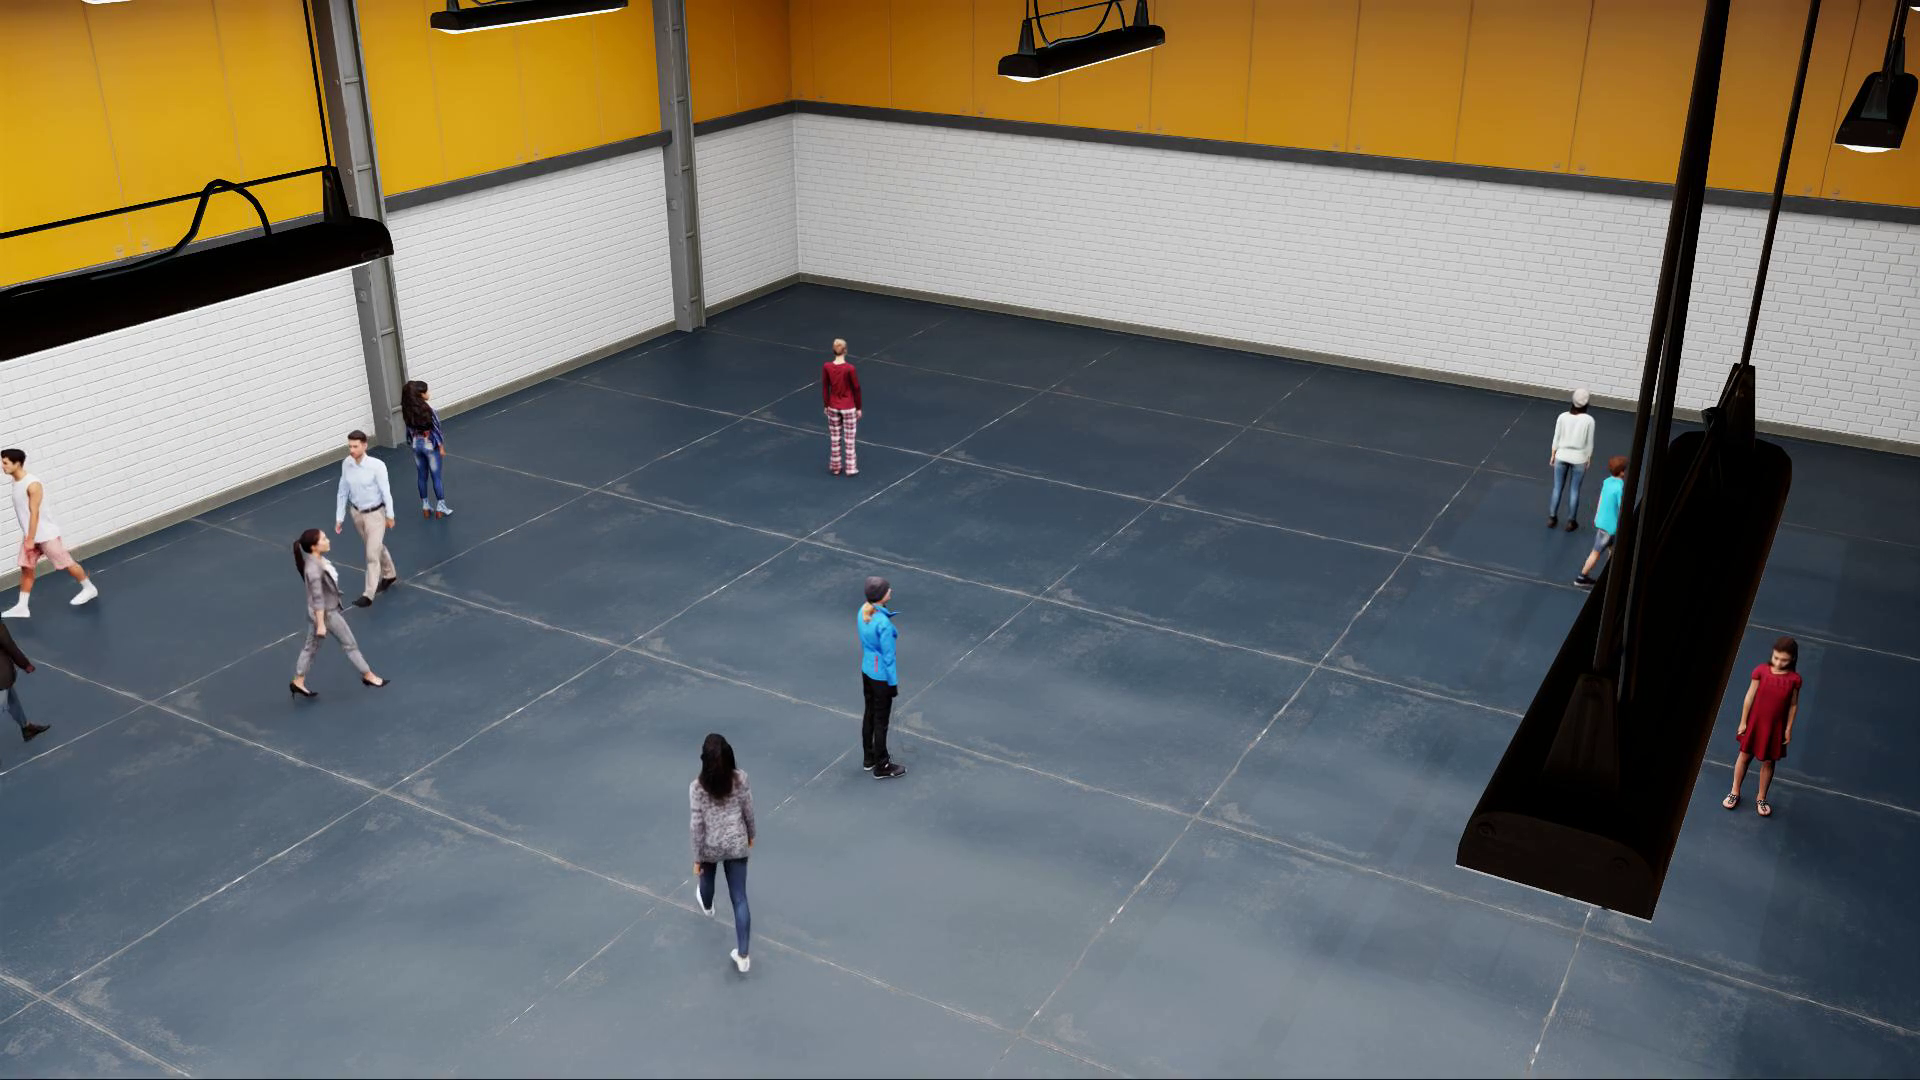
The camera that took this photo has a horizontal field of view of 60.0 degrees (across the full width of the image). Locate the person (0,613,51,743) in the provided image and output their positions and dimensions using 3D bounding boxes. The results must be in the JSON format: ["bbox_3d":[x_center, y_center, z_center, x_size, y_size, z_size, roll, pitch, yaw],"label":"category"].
[{"bbox_3d":[-8.145,1.122,13.906,0.667,1.609,1.025,11,26,23],"label":"person"}]

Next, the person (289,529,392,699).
[{"bbox_3d":[-5.761,0.703,14.841,1.175,1.629,1.020,-10,26,-22],"label":"person"}]

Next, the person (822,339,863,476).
[{"bbox_3d":[-1.422,-1.612,20.043,0.670,1.703,0.587,7,25,15],"label":"person"}]

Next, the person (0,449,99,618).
[{"bbox_3d":[-9.031,-0.080,16.507,0.709,1.729,1.179,16,28,33],"label":"person"}]

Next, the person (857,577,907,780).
[{"bbox_3d":[-0.675,1.120,13.677,0.694,1.796,0.693,-13,27,-27],"label":"person"}]

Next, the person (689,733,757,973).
[{"bbox_3d":[-1.605,2.169,11.425,1.187,1.678,1.168,-9,25,-20],"label":"person"}]

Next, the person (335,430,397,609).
[{"bbox_3d":[-5.937,-0.263,16.835,0.852,1.801,1.230,7,25,15],"label":"person"}]

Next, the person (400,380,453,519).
[{"bbox_3d":[-6.043,-1.037,18.829,0.642,1.623,0.605,8,25,18],"label":"person"}]

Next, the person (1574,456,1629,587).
[{"bbox_3d":[6.603,-0.167,17.099,0.923,1.413,0.948,-2,24,-4],"label":"person"}]

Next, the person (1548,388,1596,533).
[{"bbox_3d":[6.808,-0.913,18.514,0.569,1.646,0.488,14,27,29],"label":"person"}]

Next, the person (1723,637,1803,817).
[{"bbox_3d":[6.426,1.448,13.230,0.562,1.554,0.618,10,26,22],"label":"person"}]
